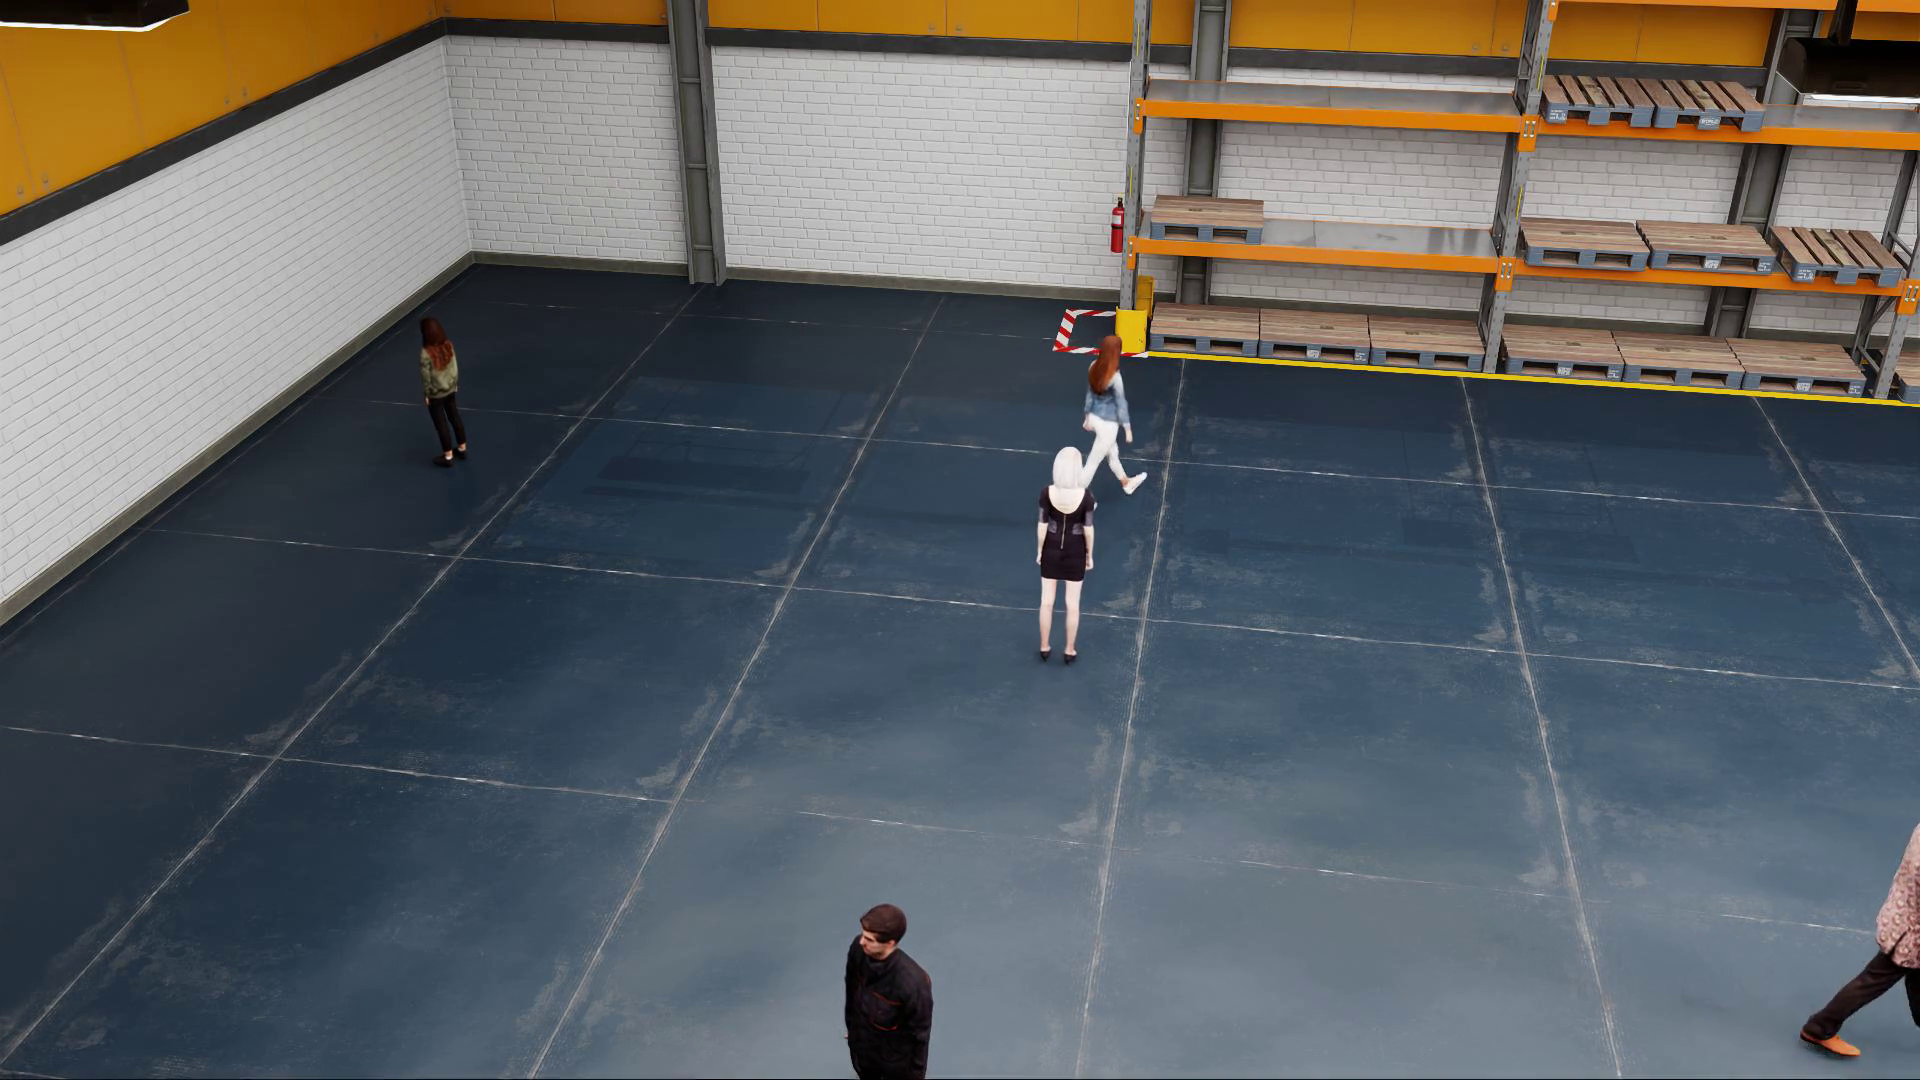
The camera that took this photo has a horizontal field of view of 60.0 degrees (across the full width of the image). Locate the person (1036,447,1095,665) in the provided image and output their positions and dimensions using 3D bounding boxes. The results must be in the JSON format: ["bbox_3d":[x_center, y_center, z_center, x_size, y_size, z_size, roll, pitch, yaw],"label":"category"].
[{"bbox_3d":[0.790,0.133,12.662,0.423,1.829,0.641,4,29,7],"label":"person"}]

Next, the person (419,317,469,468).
[{"bbox_3d":[-4.960,-1.432,15.901,0.584,1.474,0.624,14,31,23],"label":"person"}]

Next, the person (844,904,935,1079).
[{"bbox_3d":[-0.343,2.526,8.265,0.860,1.839,0.749,-25,37,-37],"label":"person"}]

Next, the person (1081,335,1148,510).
[{"bbox_3d":[1.215,-0.997,14.906,1.171,1.665,1.018,-13,31,-22],"label":"person"}]

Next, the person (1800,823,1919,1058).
[{"bbox_3d":[5.084,2.135,9.064,1.215,1.760,0.852,11,30,19],"label":"person"}]
